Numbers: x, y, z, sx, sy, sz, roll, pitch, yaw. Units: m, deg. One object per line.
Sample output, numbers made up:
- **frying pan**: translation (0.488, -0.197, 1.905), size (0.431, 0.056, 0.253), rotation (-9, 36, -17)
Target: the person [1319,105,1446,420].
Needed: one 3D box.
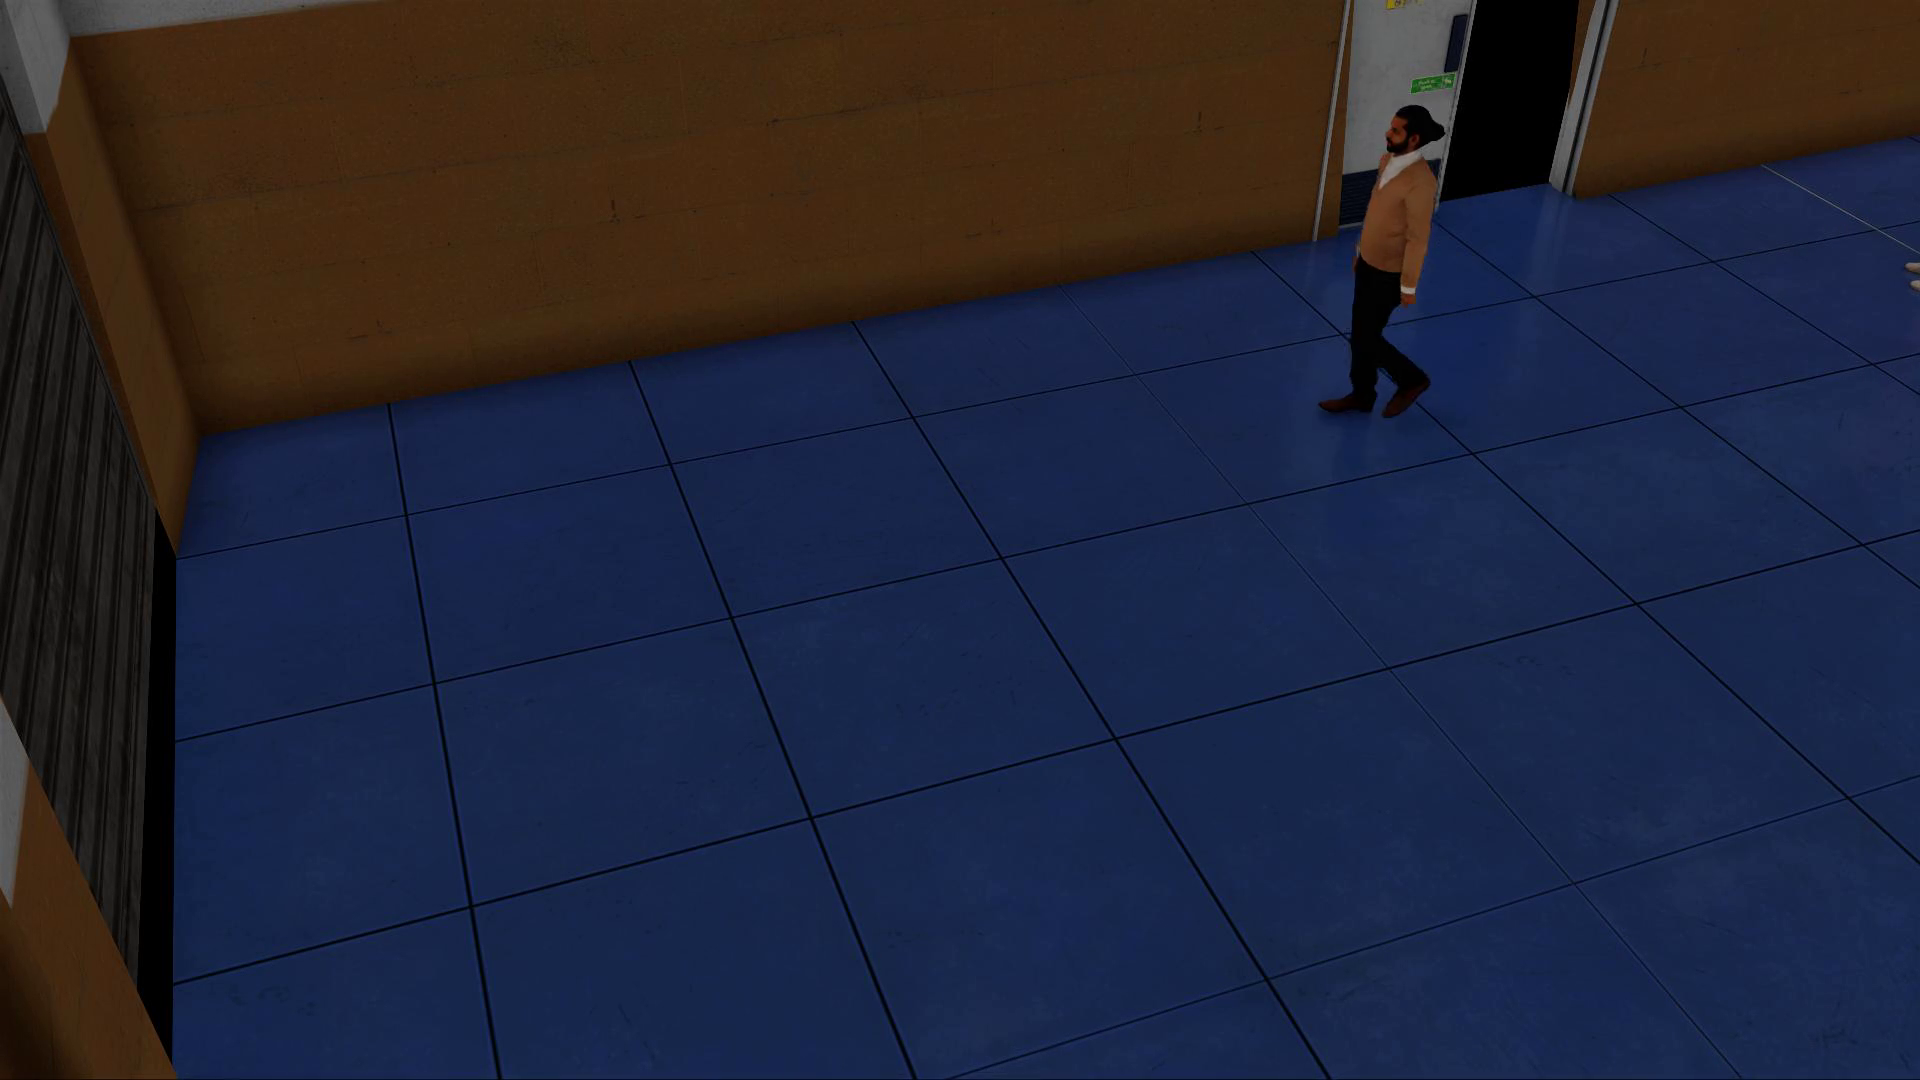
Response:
- **person**: translation (2.260, -1.396, 8.557), size (0.834, 1.743, 0.805), rotation (-3, 37, -4)
